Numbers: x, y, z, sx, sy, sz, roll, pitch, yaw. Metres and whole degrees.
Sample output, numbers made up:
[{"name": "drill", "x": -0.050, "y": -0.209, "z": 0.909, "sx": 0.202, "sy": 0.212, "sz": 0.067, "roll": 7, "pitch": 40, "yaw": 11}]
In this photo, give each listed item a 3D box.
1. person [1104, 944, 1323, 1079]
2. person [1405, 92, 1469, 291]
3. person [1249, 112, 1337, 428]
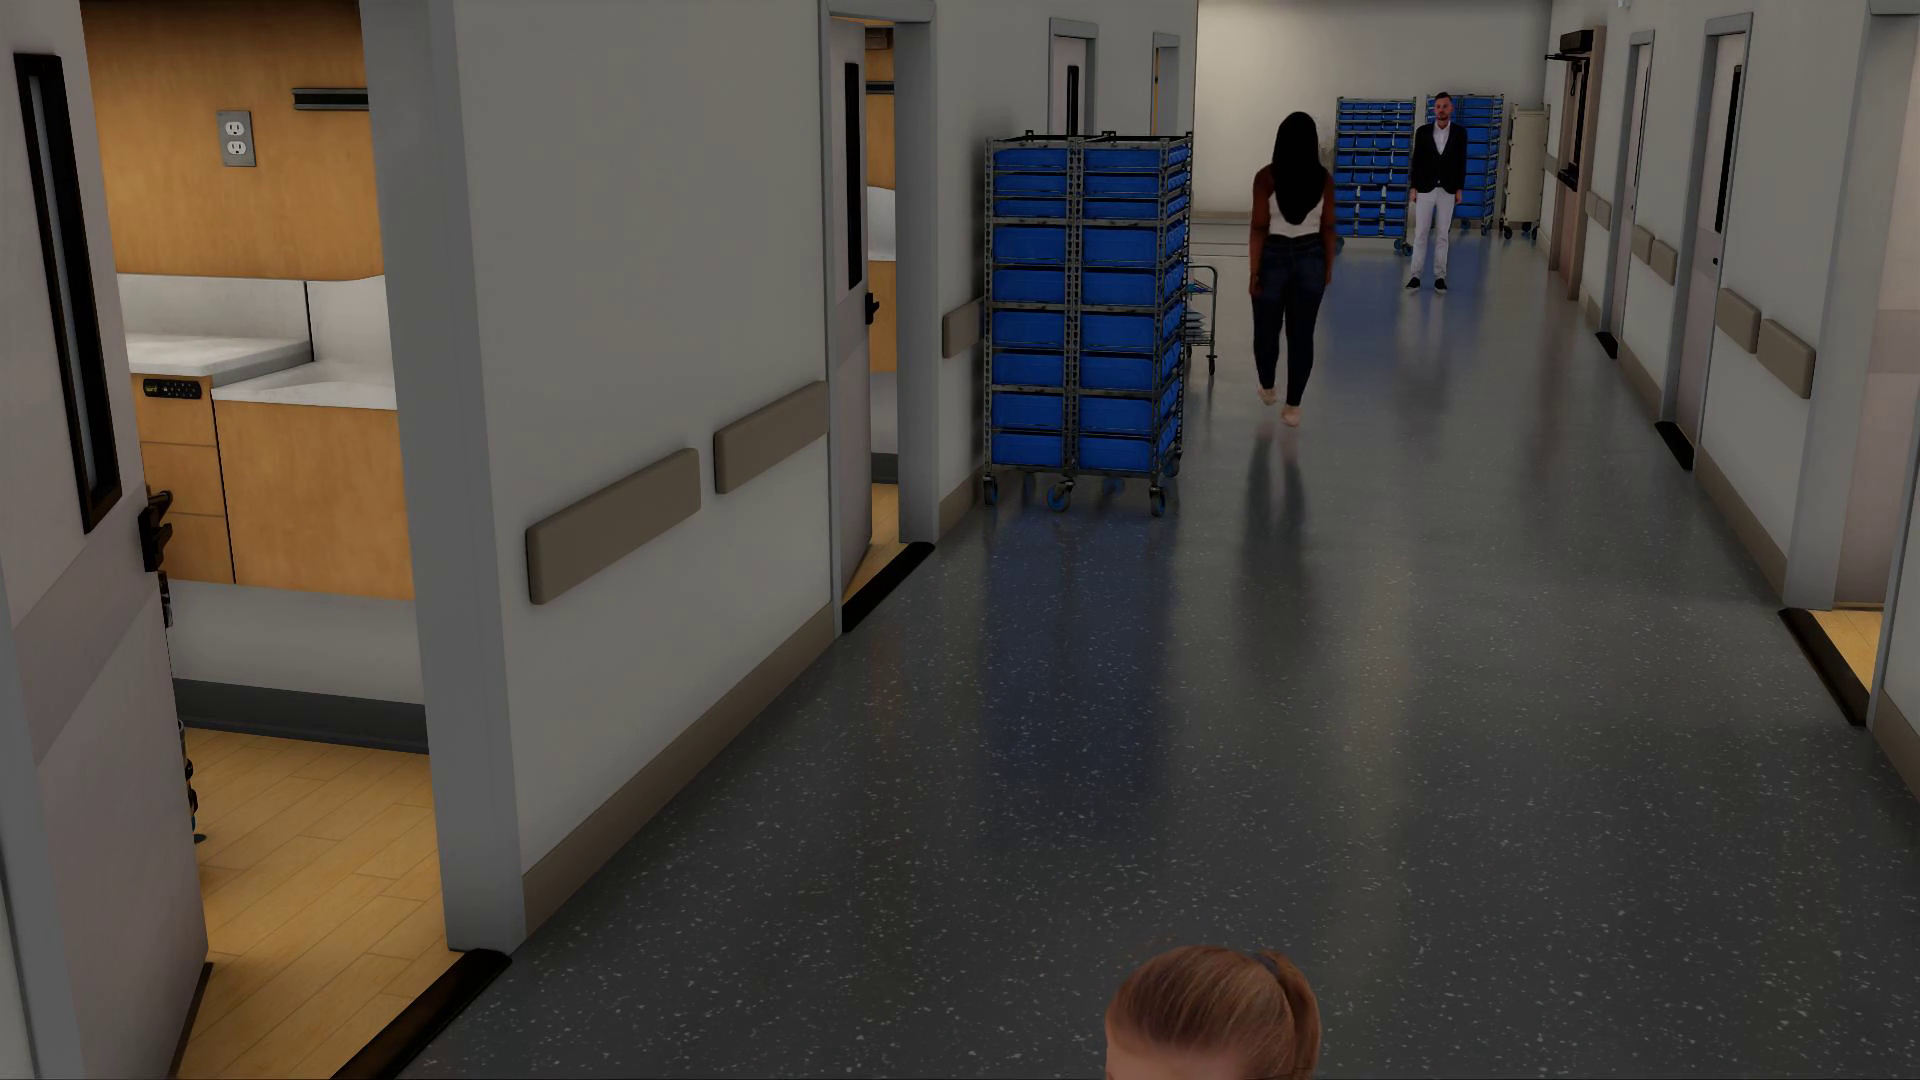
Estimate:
[{"name": "person", "x": 0.202, "y": 0.973, "z": 1.651, "sx": 0.494, "sy": 1.276, "sz": 0.510, "roll": 5, "pitch": 16, "yaw": 16}, {"name": "person", "x": 4.545, "y": -3.321, "z": 15.847, "sx": 0.648, "sy": 1.843, "sz": 0.535, "roll": 5, "pitch": 16, "yaw": 16}, {"name": "person", "x": 1.912, "y": -1.511, "z": 9.576, "sx": 0.754, "sy": 1.762, "sz": 1.176, "roll": 2, "pitch": 16, "yaw": 7}]
